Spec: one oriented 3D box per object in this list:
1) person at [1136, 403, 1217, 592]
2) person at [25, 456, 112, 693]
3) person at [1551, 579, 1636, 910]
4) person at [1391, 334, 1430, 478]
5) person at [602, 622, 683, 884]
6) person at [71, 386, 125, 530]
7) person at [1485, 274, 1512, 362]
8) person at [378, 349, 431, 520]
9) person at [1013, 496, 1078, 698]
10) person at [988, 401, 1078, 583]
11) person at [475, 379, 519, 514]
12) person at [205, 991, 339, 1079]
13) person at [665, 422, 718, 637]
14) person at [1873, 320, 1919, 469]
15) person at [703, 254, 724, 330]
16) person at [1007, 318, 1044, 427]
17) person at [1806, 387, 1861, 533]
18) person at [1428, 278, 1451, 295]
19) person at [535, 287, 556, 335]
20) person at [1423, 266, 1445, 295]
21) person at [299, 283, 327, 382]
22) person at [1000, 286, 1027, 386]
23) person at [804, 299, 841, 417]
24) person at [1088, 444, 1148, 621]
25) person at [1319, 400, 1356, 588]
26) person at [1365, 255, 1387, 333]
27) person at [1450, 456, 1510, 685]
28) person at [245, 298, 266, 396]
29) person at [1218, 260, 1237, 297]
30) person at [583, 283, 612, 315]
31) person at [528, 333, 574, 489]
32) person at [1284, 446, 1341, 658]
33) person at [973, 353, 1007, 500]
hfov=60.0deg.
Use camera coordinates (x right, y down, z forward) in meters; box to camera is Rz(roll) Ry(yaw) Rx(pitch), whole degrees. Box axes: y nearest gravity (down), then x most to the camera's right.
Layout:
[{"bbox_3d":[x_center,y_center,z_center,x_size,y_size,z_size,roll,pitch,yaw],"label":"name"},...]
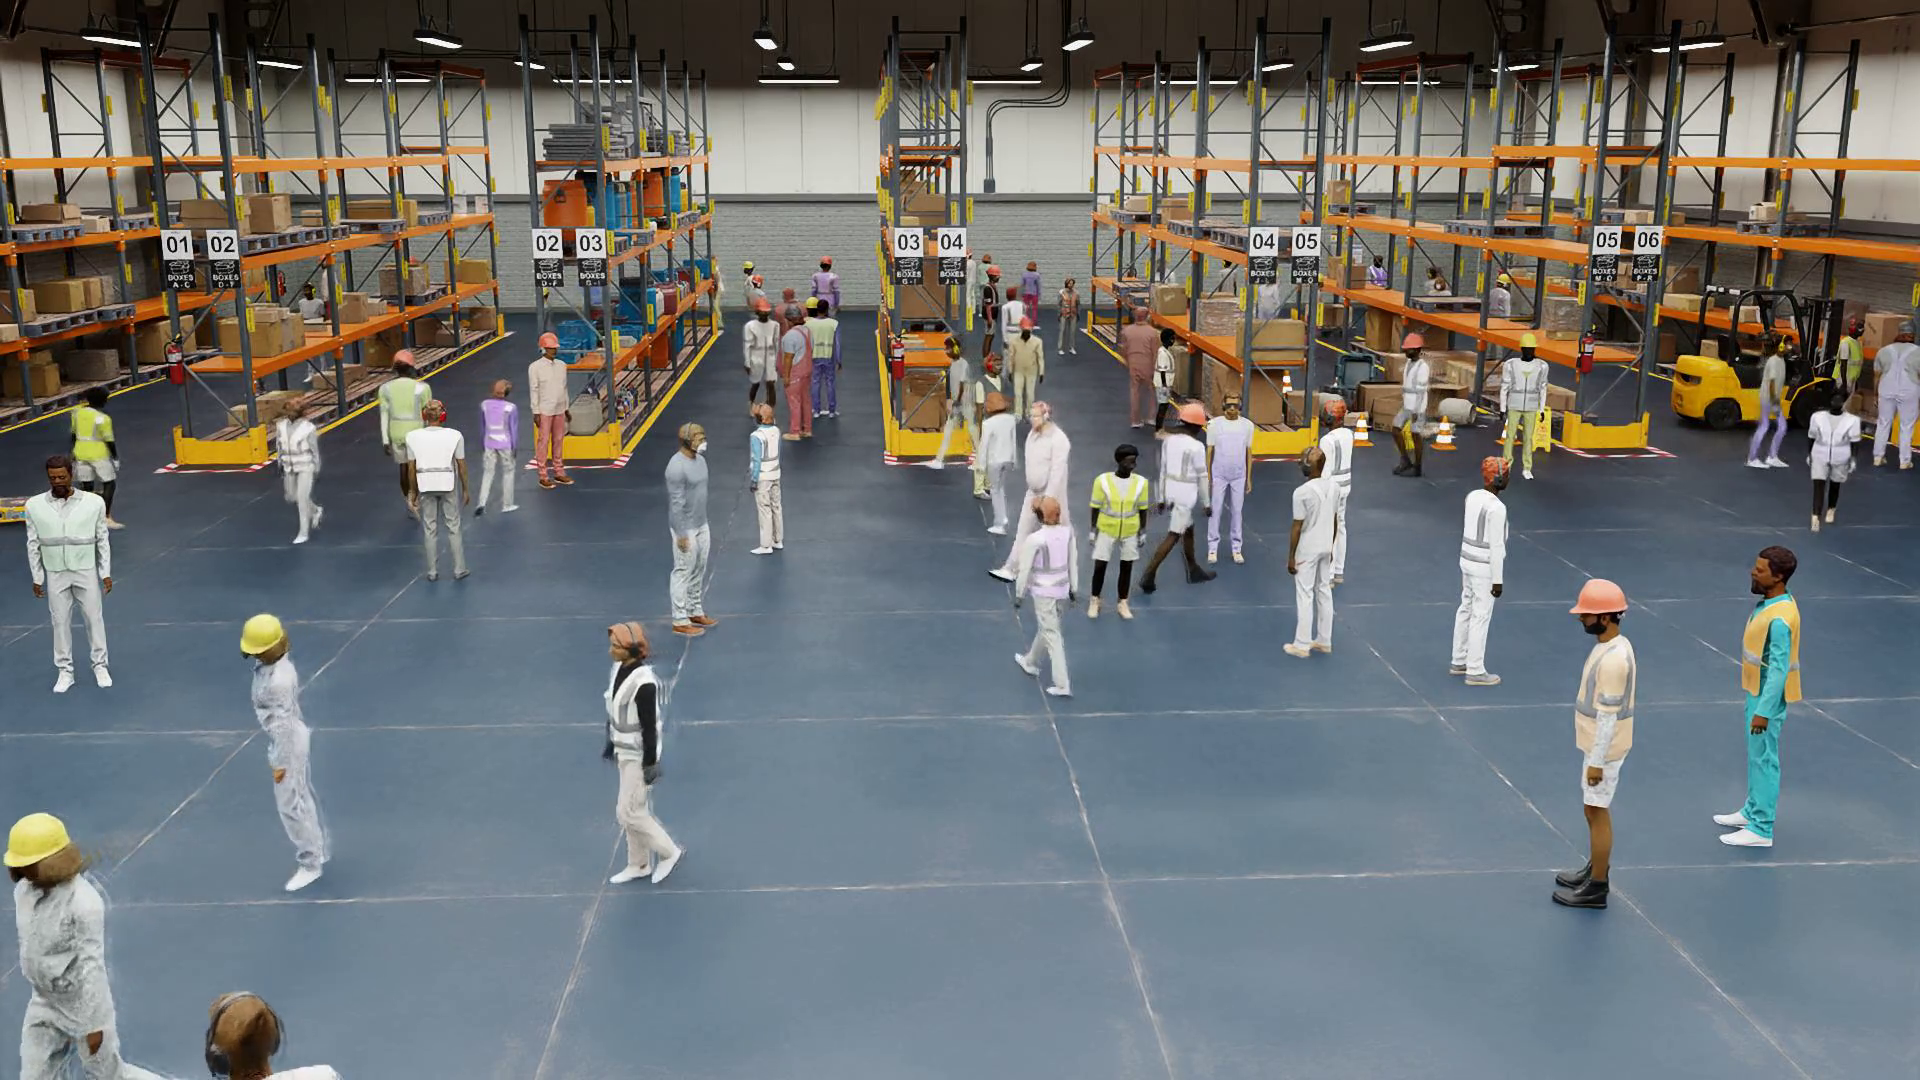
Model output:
[{"bbox_3d":[2.144,-0.412,16.403,0.999,1.894,0.555,-8,15,-31],"label":"person"},{"bbox_3d":[-7.165,0.261,13.423,0.592,1.919,0.392,-6,14,-23],"label":"person"},{"bbox_3d":[3.658,1.168,9.585,0.391,1.923,0.549,5,14,19],"label":"person"},{"bbox_3d":[5.962,-1.763,22.004,0.514,1.919,0.546,-4,14,-15],"label":"person"},{"bbox_3d":[-1.924,1.264,9.794,0.352,1.631,0.533,-7,15,-27],"label":"person"},{"bbox_3d":[-9.895,-0.931,19.031,0.617,1.662,0.330,3,14,13],"label":"person"},{"bbox_3d":[10.919,-4.465,33.660,0.404,1.824,0.591,-6,14,-23],"label":"person"},{"bbox_3d":[-6.498,-1.225,19.536,0.609,2.012,0.886,-2,13,-8],"label":"person"},{"bbox_3d":[0.655,0.428,13.418,0.528,1.591,0.854,-12,18,-41],"label":"person"},{"bbox_3d":[0.794,-0.457,16.629,1.032,1.843,0.641,-10,16,-36],"label":"person"},{"bbox_3d":[-5.532,-1.098,19.834,0.532,1.611,0.565,3,14,14],"label":"person"},{"bbox_3d":[-2.191,2.243,5.283,0.527,1.792,0.969,-12,18,-41],"label":"person"},{"bbox_3d":[-2.423,-0.105,14.955,0.359,1.933,0.630,4,14,17],"label":"person"},{"bbox_3d":[12.872,-2.005,22.763,0.535,2.000,0.682,-12,18,-41],"label":"person"},{"bbox_3d":[-5.929,-5.960,39.992,0.463,1.816,0.647,-6,15,-24],"label":"person"},{"bbox_3d":[1.036,-2.639,26.172,0.583,1.702,0.899,1,13,3],"label":"person"},{"bbox_3d":[10.025,-0.949,19.121,0.542,1.654,0.874,7,15,29],"label":"person"},{"bbox_3d":[10.113,-4.728,35.168,0.508,1.632,0.271,6,15,26],"label":"person"},{"bbox_3d":[-7.815,-3.895,31.380,0.343,1.757,0.519,0,13,0],"label":"person"},{"bbox_3d":[10.245,-4.947,35.690,0.567,1.824,0.667,-4,14,-18],"label":"person"},{"bbox_3d":[-12.057,-3.865,31.007,0.521,1.870,0.319,1,13,6],"label":"person"},{"bbox_3d":[0.978,-3.755,30.620,0.576,1.840,0.985,-7,15,-29],"label":"person"},{"bbox_3d":[-2.222,-2.944,27.002,0.597,1.916,0.370,1,13,6],"label":"person"},{"bbox_3d":[1.462,-0.068,15.324,0.549,1.678,0.339,-2,13,-8],"label":"person"},{"bbox_3d":[3.698,-0.464,16.572,0.355,1.882,0.576,10,16,36],"label":"person"},{"bbox_3d":[9.826,-5.795,39.247,0.634,1.839,0.429,-8,15,-29],"label":"person"},{"bbox_3d":[4.271,0.245,13.594,0.355,1.876,0.574,-2,13,-7],"label":"person"},{"bbox_3d":[-12.538,-3.415,29.377,0.315,1.741,0.488,2,13,9],"label":"person"},{"bbox_3d":[6.166,-5.629,38.483,0.535,1.868,0.309,-6,15,-24],"label":"person"},{"bbox_3d":[-7.698,-4.939,35.281,0.618,2.008,1.018,3,14,12],"label":"person"},{"bbox_3d":[-5.272,-1.674,21.458,0.377,1.995,0.608,9,16,33],"label":"person"},{"bbox_3d":[3.026,0.106,14.266,0.507,1.840,0.340,-8,16,-32],"label":"person"},{"bbox_3d":[0.368,-1.421,20.739,0.384,1.835,0.561,9,16,33],"label":"person"}]
